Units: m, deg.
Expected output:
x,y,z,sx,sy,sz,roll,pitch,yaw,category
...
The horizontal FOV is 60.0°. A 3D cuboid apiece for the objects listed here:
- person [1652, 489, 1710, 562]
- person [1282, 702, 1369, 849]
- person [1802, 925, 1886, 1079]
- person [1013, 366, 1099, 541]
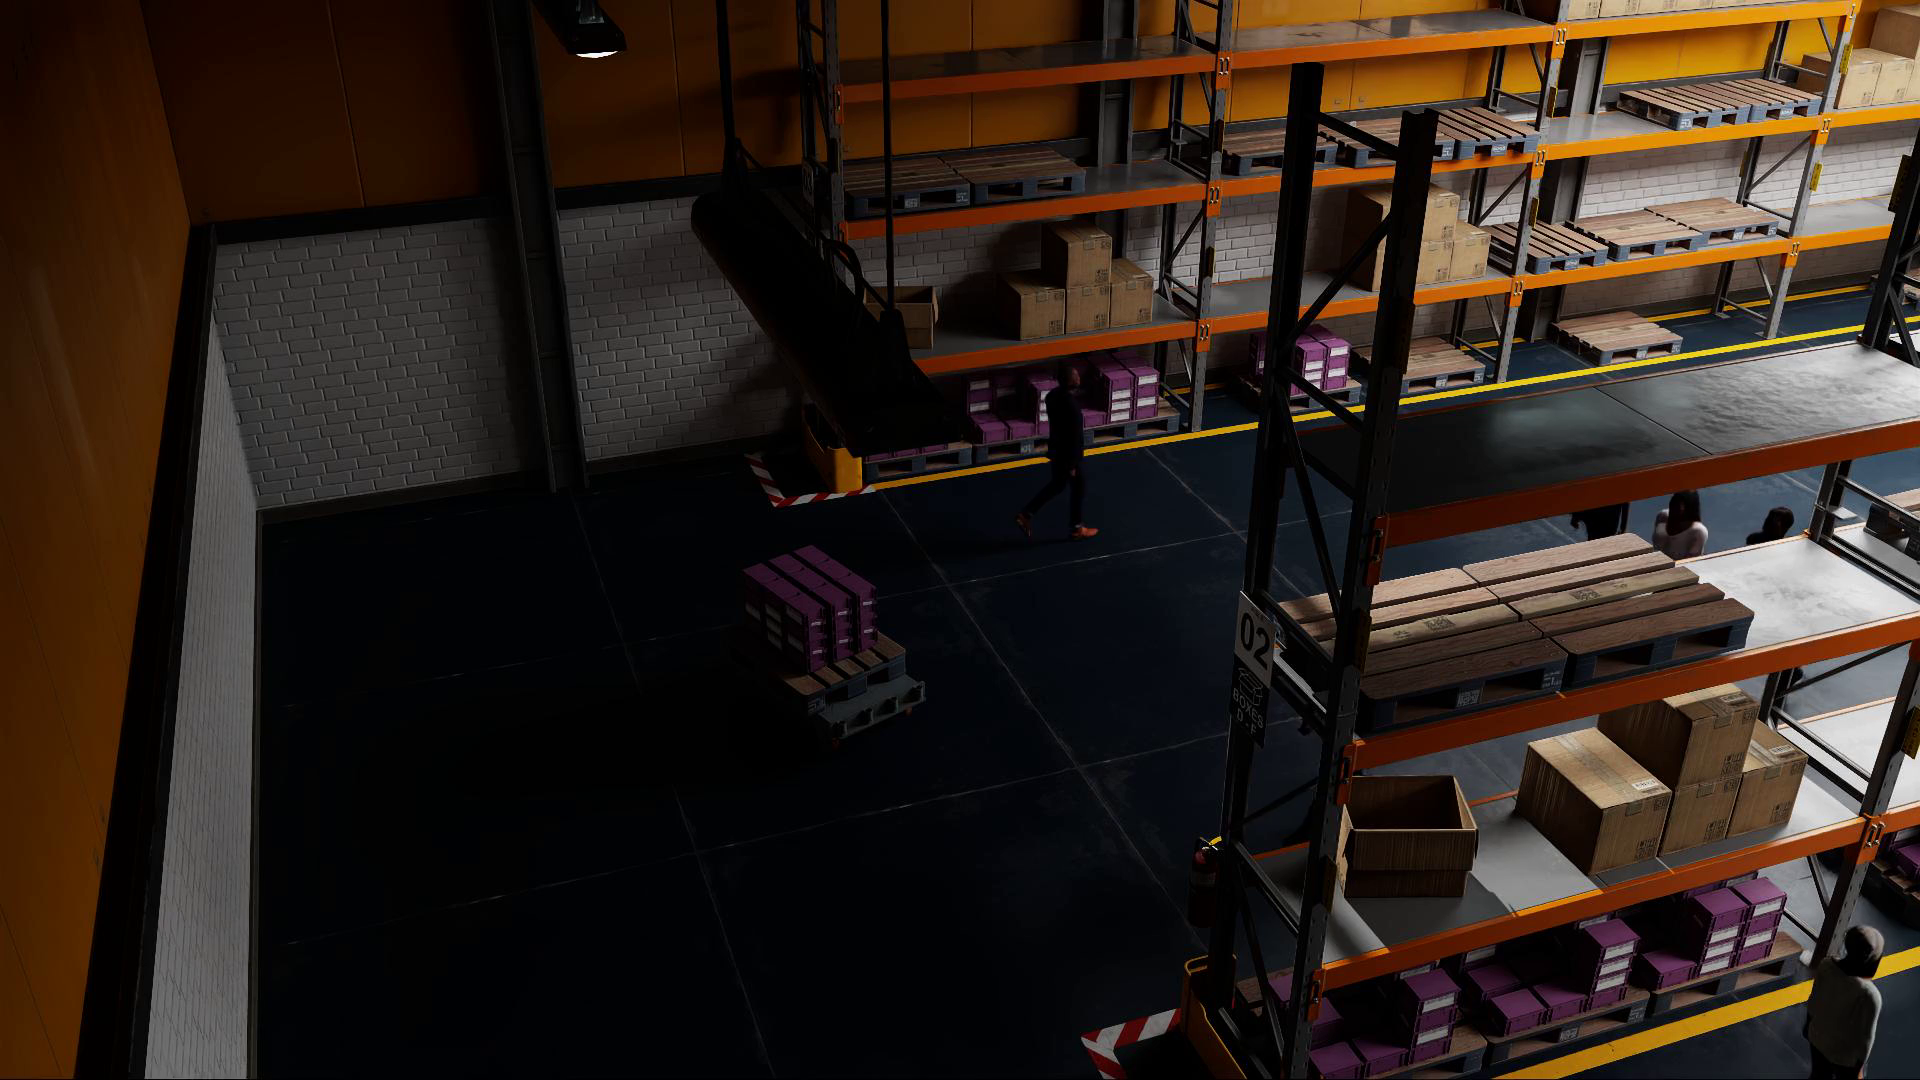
x,y,z,sx,sy,sz,roll,pitch,yaw,category
6.004,0.304,13.874,1.048,1.641,0.751,-13,31,-23,person
2.796,1.311,11.889,1.295,1.773,0.909,-18,34,-30,person
4.821,2.826,9.256,0.721,1.636,0.579,-9,30,-17,person
0.918,-0.782,15.703,1.050,1.797,0.696,-9,30,-17,person
